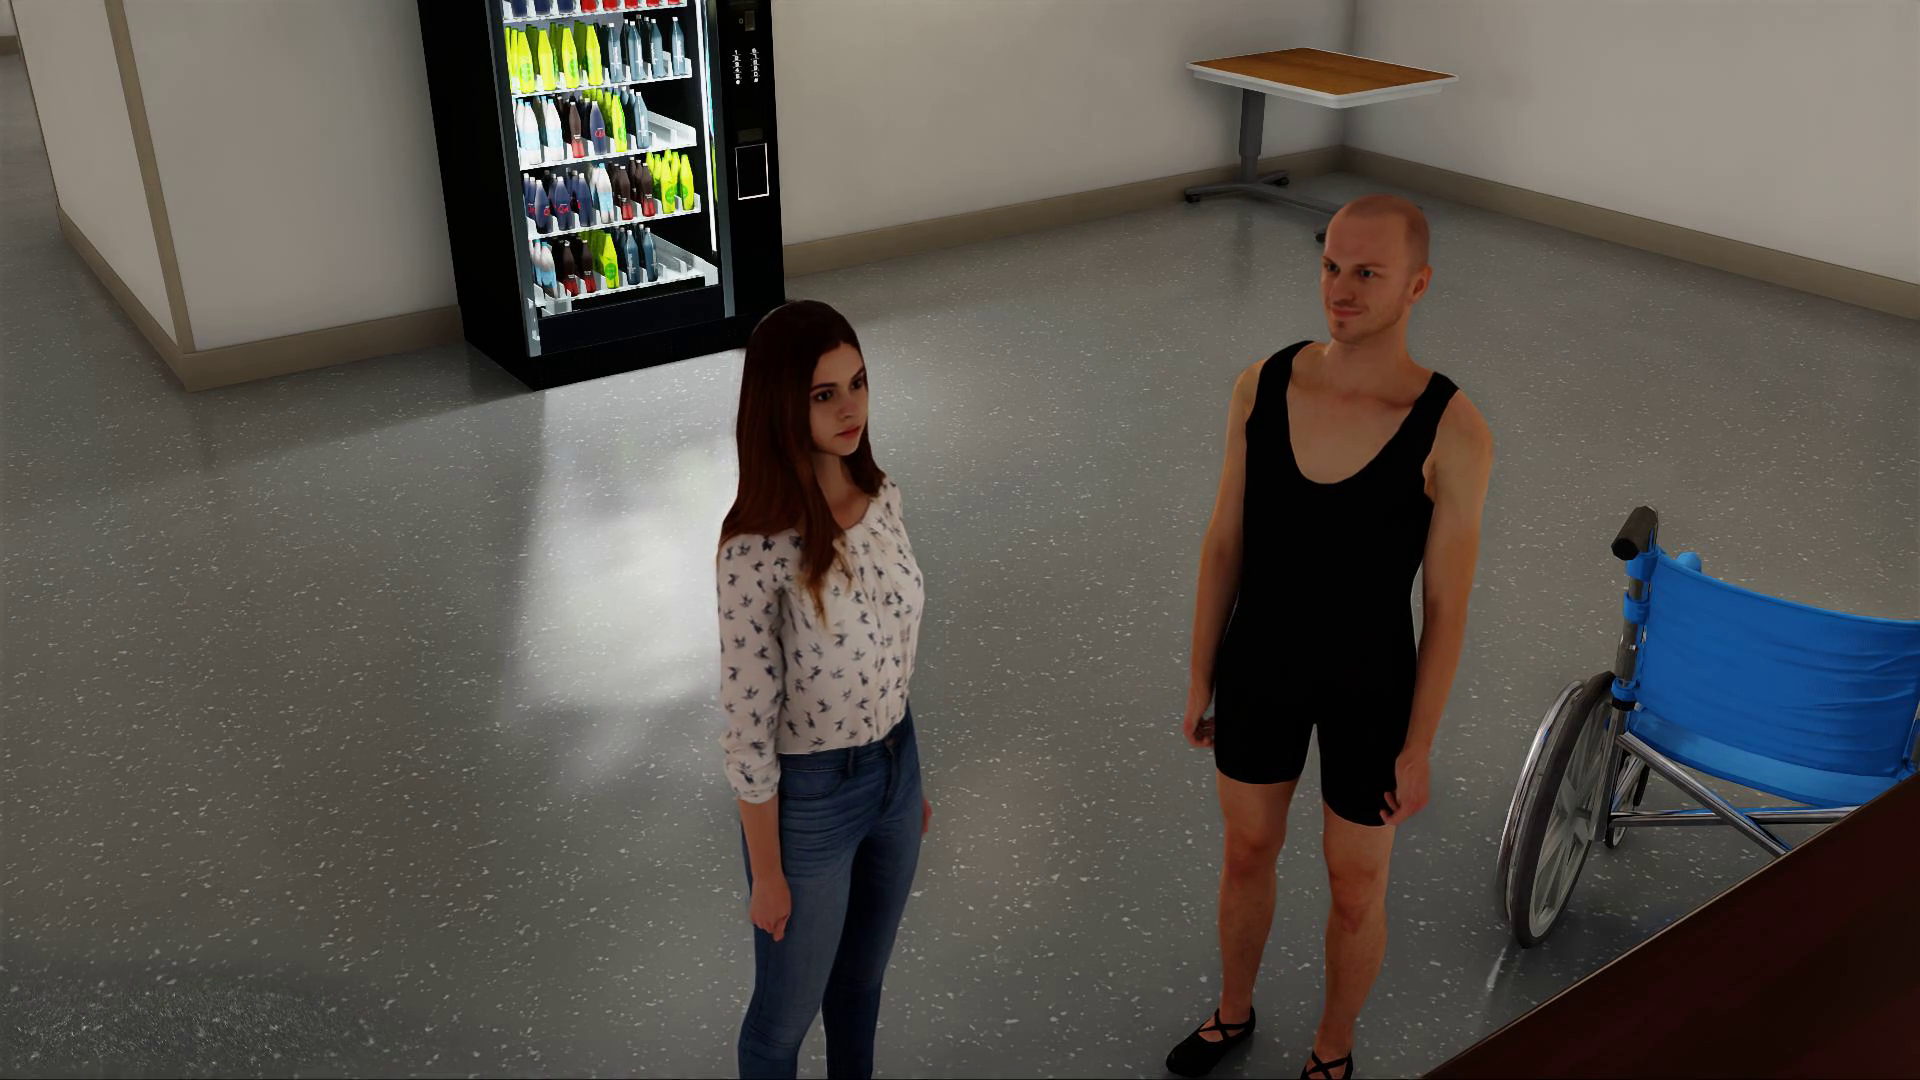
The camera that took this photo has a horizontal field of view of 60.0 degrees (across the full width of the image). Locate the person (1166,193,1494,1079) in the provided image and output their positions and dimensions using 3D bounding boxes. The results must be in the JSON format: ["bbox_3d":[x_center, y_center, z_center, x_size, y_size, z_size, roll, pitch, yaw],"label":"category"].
[{"bbox_3d":[0.664,0.267,3.037,0.701,1.816,0.644,17,30,31],"label":"person"}]

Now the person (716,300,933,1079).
[{"bbox_3d":[-0.224,0.432,2.796,0.697,1.728,0.534,18,31,33],"label":"person"}]
